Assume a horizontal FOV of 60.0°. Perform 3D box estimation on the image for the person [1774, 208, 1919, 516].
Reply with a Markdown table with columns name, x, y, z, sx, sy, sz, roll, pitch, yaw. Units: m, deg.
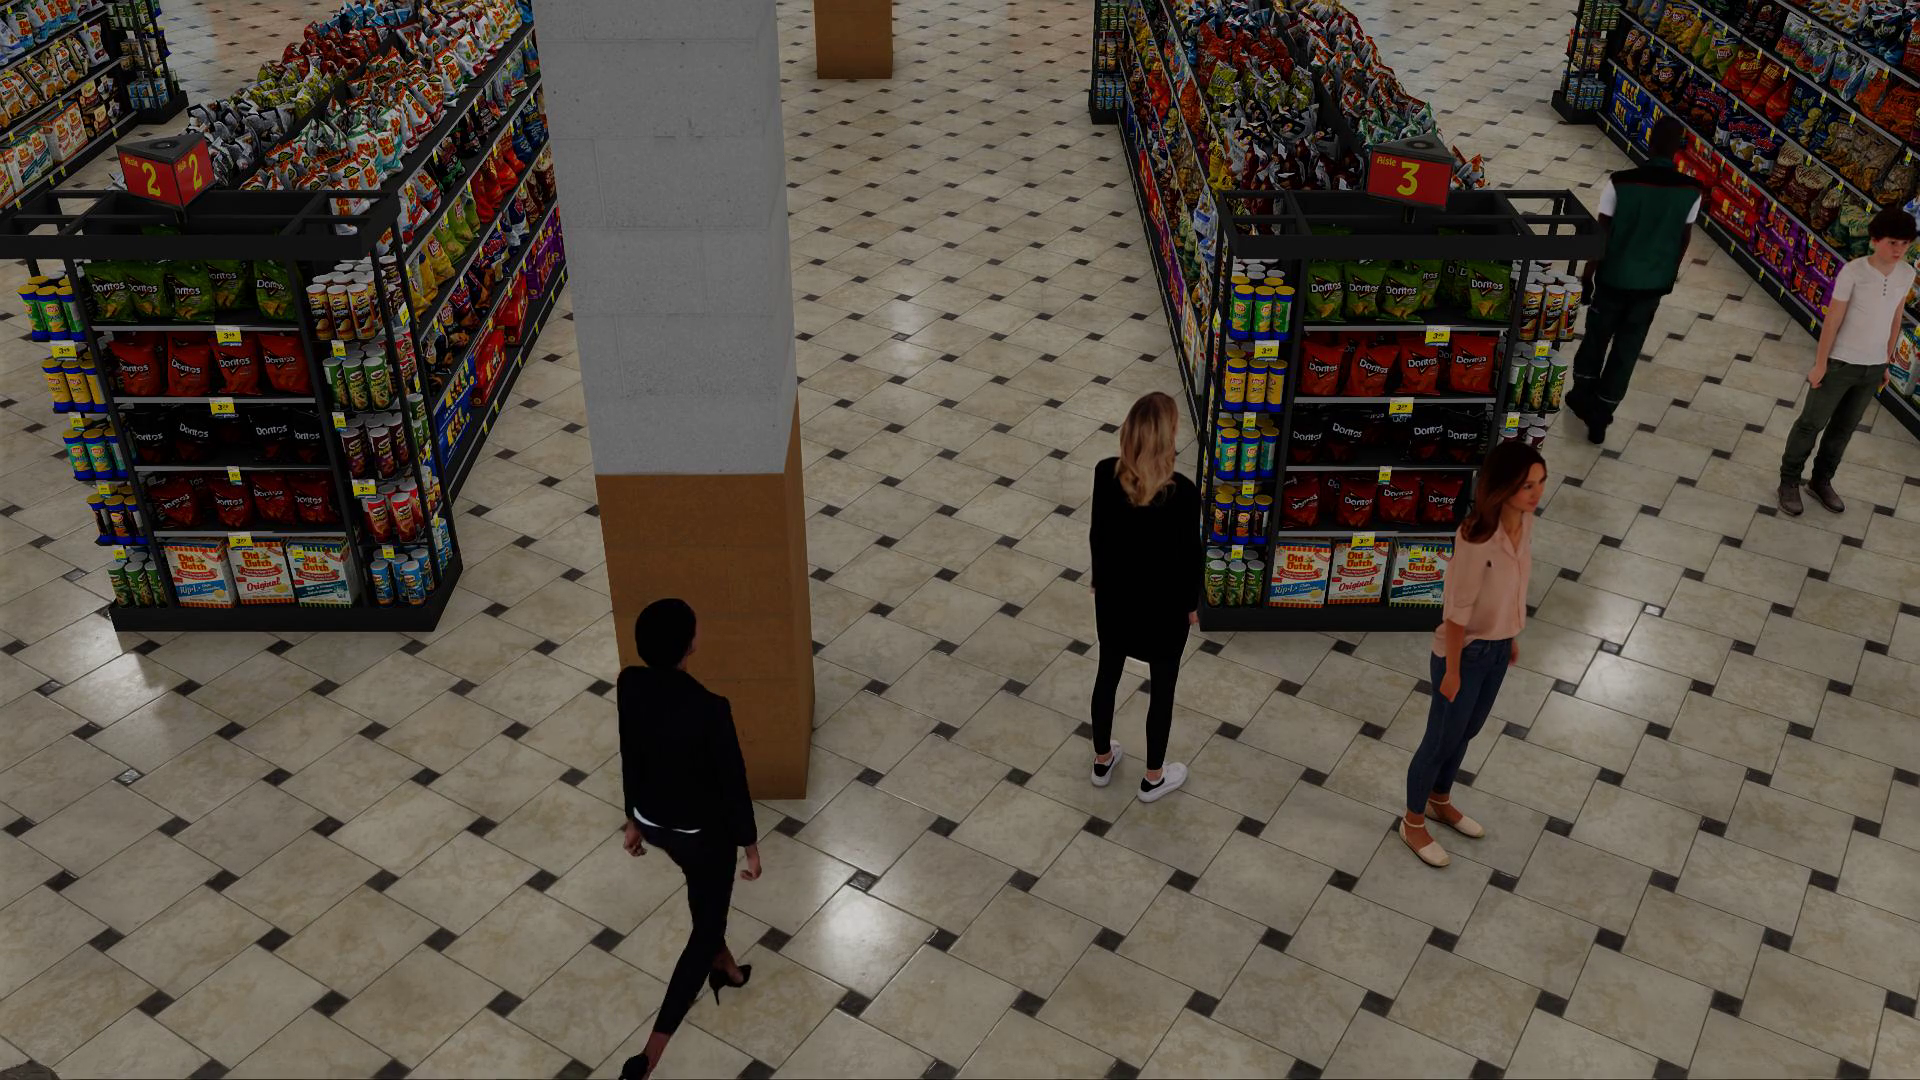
| name | x | y | z | sx | sy | sz | roll | pitch | yaw |
| --- | --- | --- | --- | --- | --- | --- | --- | --- | --- |
| person | 4.565 | -0.911 | 8.523 | 0.599 | 1.654 | 0.549 | -3 | 32 | -5 |

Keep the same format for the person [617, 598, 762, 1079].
| name | x | y | z | sx | sy | sz | roll | pitch | yaw |
| --- | --- | --- | --- | --- | --- | --- | --- | --- | --- |
| person | -0.910 | 1.018 | 5.280 | 0.964 | 1.803 | 1.183 | 16 | 35 | 24 |

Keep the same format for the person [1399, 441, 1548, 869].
| name | x | y | z | sx | sy | sz | roll | pitch | yaw |
| --- | --- | --- | --- | --- | --- | --- | --- | --- | --- |
| person | 1.922 | 0.419 | 6.254 | 0.670 | 1.792 | 0.718 | -25 | 40 | -34 |

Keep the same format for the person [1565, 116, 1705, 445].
| name | x | y | z | sx | sy | sz | roll | pitch | yaw |
| --- | --- | --- | --- | --- | --- | --- | --- | --- | --- |
| person | 3.684 | -1.358 | 9.089 | 0.796 | 1.815 | 0.845 | 9 | 33 | 14 |

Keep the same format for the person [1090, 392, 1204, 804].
| name | x | y | z | sx | sy | sz | roll | pitch | yaw |
| --- | --- | --- | --- | --- | --- | --- | --- | --- | --- |
| person | 0.710 | 0.241 | 6.532 | 0.681 | 1.801 | 0.683 | 18 | 36 | 26 |
